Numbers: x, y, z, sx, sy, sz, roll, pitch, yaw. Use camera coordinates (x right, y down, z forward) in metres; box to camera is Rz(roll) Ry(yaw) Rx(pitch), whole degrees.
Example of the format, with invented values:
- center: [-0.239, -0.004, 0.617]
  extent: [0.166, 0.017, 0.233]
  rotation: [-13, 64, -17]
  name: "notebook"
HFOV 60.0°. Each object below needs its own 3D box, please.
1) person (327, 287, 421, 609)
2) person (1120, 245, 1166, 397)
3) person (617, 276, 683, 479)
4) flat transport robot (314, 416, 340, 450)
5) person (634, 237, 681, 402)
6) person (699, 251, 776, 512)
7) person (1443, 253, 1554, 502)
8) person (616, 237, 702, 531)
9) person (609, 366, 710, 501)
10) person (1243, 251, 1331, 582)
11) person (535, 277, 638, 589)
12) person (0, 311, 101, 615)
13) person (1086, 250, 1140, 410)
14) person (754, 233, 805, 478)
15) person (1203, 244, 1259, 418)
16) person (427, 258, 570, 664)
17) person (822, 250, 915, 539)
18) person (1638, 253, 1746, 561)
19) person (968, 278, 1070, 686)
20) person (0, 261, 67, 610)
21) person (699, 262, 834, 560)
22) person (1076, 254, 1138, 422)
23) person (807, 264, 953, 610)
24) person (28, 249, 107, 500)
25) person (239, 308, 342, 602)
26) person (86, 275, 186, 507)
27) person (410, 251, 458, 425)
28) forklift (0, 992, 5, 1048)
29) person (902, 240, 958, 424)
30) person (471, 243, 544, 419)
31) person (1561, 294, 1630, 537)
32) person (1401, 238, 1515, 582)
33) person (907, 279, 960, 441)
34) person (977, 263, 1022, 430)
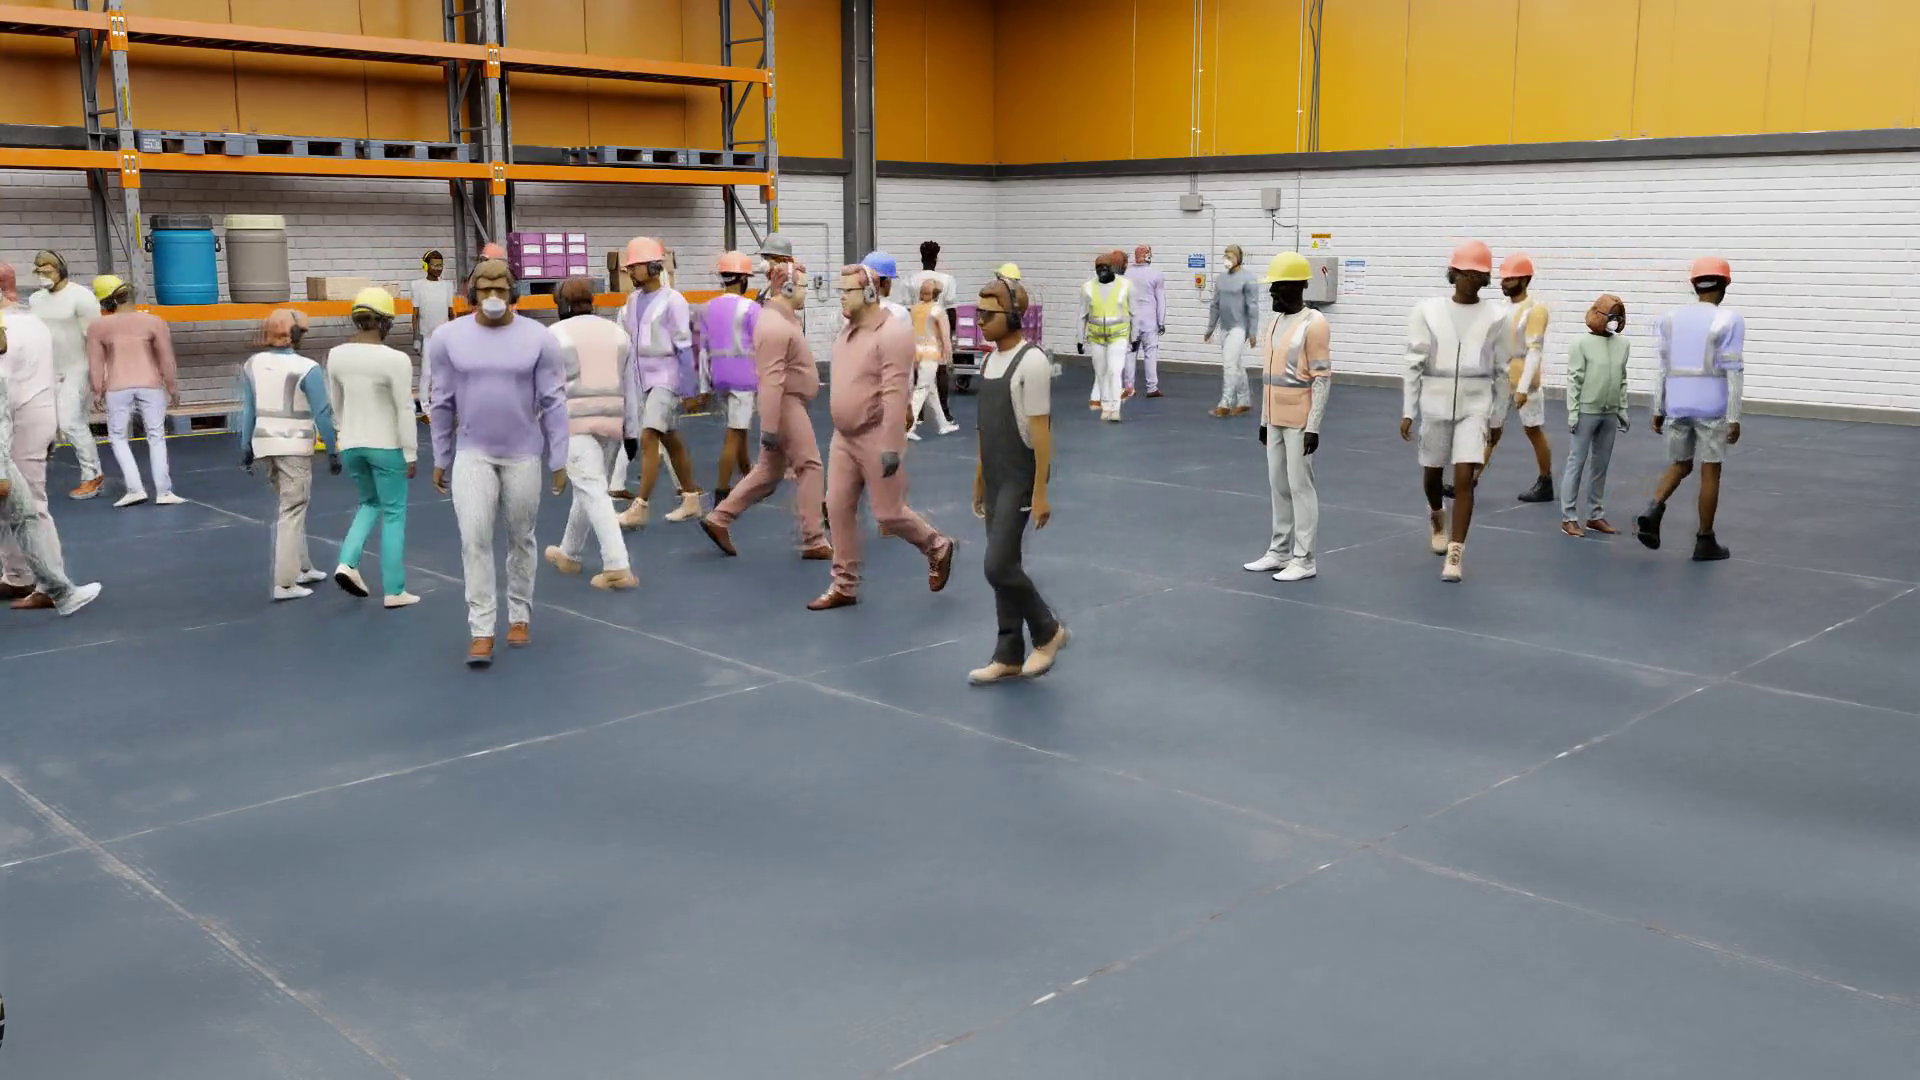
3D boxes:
- center: [-3.185, -0.495, 9.057]
  extent: [0.541, 1.746, 0.462]
  rotation: [3, 11, 18]
  name: "person"
- center: [2.290, -2.738, 20.858]
  extent: [0.636, 1.903, 0.404]
  rotation: [5, 12, 27]
  name: "person"
- center: [-2.633, -1.447, 14.149]
  extent: [0.609, 1.786, 0.939]
  rotation: [2, 11, 9]
  name: "person"
- center: [-6.047, -1.051, 16.106]
  extent: [0.652, 0.197, 1.431]
  rotation: [1, 10, 5]
  name: "flat transport robot"
- center: [-3.679, -2.649, 20.114]
  extent: [0.608, 1.995, 0.377]
  rotation: [8, 13, 38]
  name: "person"
- center: [-1.562, -1.166, 12.278]
  extent: [0.559, 1.896, 0.890]
  rotation: [8, 13, 37]
  name: "person"
- center: [4.126, -1.193, 12.473]
  extent: [0.978, 1.881, 0.567]
  rotation: [-4, 11, -19]
  name: "person"
- center: [-2.194, -1.070, 11.487]
  extent: [0.967, 1.995, 0.607]
  rotation: [-9, 14, -40]
  name: "person"
- center: [-2.362, -1.091, 12.718]
  extent: [0.772, 1.590, 0.510]
  rotation: [-8, 13, -36]
  name: "person"
- center: [1.928, -0.721, 9.785]
  extent: [0.375, 1.925, 0.595]
  rotation: [-4, 11, -19]
  name: "person"
- center: [-2.200, -0.621, 9.682]
  extent: [1.001, 1.786, 0.636]
  rotation: [10, 14, 43]
  name: "person"
- center: [-4.955, -0.375, 8.534]
  extent: [0.500, 1.689, 0.884]
  rotation: [4, 11, 18]
  name: "person"
- center: [1.837, -2.461, 19.514]
  extent: [0.596, 1.836, 0.982]
  rotation: [9, 14, 41]
  name: "person"
- center: [-1.569, -1.539, 13.937]
  extent: [0.539, 2.000, 0.688]
  rotation: [-3, 11, -15]
  name: "person"
- center: [2.969, -2.316, 18.504]
  extent: [0.870, 1.909, 0.628]
  rotation: [-6, 12, -29]
  name: "person"
- center: [-2.187, -0.369, 7.915]
  extent: [0.656, 1.905, 0.844]
  rotation: [-2, 11, -12]
  name: "person"
- center: [-0.601, -0.934, 10.966]
  extent: [0.614, 1.932, 0.625]
  rotation: [7, 13, 34]
  name: "person"
- center: [4.558, -0.813, 10.336]
  extent: [0.616, 1.907, 0.619]
  rotation: [-7, 13, -34]
  name: "person"
- center: [0.212, -0.240, 7.416]
  extent: [0.408, 1.833, 0.545]
  rotation: [-5, 12, -26]
  name: "person"
- center: [-5.160, -0.540, 8.921]
  extent: [0.664, 1.886, 0.674]
  rotation: [-3, 11, -14]
  name: "person"
- center: [-1.177, -0.792, 10.365]
  extent: [0.885, 1.873, 0.632]
  rotation: [-2, 11, -10]
  name: "person"
- center: [1.567, -2.170, 17.983]
  extent: [0.645, 1.810, 0.771]
  rotation: [3, 11, 18]
  name: "person"
- center: [-0.441, -0.562, 9.063]
  extent: [0.788, 1.875, 0.637]
  rotation: [-9, 14, -41]
  name: "person"
- center: [-6.803, -1.246, 12.685]
  extent: [0.671, 1.908, 0.518]
  rotation: [4, 11, 21]
  name: "person"
- center: [-3.716, -0.490, 9.360]
  extent: [0.543, 1.614, 0.649]
  rotation: [4, 11, 21]
  name: "person"
- center: [-6.158, -1.106, 12.442]
  extent: [0.617, 1.734, 0.338]
  rotation: [-5, 12, -27]
  name: "person"
- center: [-5.635, -2.167, 17.866]
  extent: [0.508, 1.860, 0.334]
  rotation: [-10, 14, -43]
  name: "person"
- center: [-3.245, 0.323, 3.363]
  extent: [2.313, 2.155, 1.214]
  rotation: [2, 11, 13]
  name: "forklift"
- center: [-0.320, -2.213, 17.814]
  extent: [0.600, 1.967, 0.368]
  rotation: [2, 11, 9]
  name: "person"
- center: [-4.880, -2.139, 17.508]
  extent: [1.045, 1.941, 0.629]
  rotation: [-9, 14, -41]
  name: "person"
- center: [4.309, -0.842, 11.247]
  extent: [0.498, 1.633, 0.284]
  rotation: [-4, 11, -21]
  name: "person"
- center: [2.994, -0.804, 10.026]
  extent: [0.614, 2.019, 0.939]
  rotation: [4, 11, 19]
  name: "person"
- center: [-0.306, -1.790, 16.535]
  extent: [0.881, 1.585, 0.532]
  rotation: [-9, 14, -41]
  name: "person"
- center: [0.406, -1.989, 17.241]
  extent: [0.489, 1.741, 0.528]
  rotation: [-4, 11, -21]
  name: "person"
